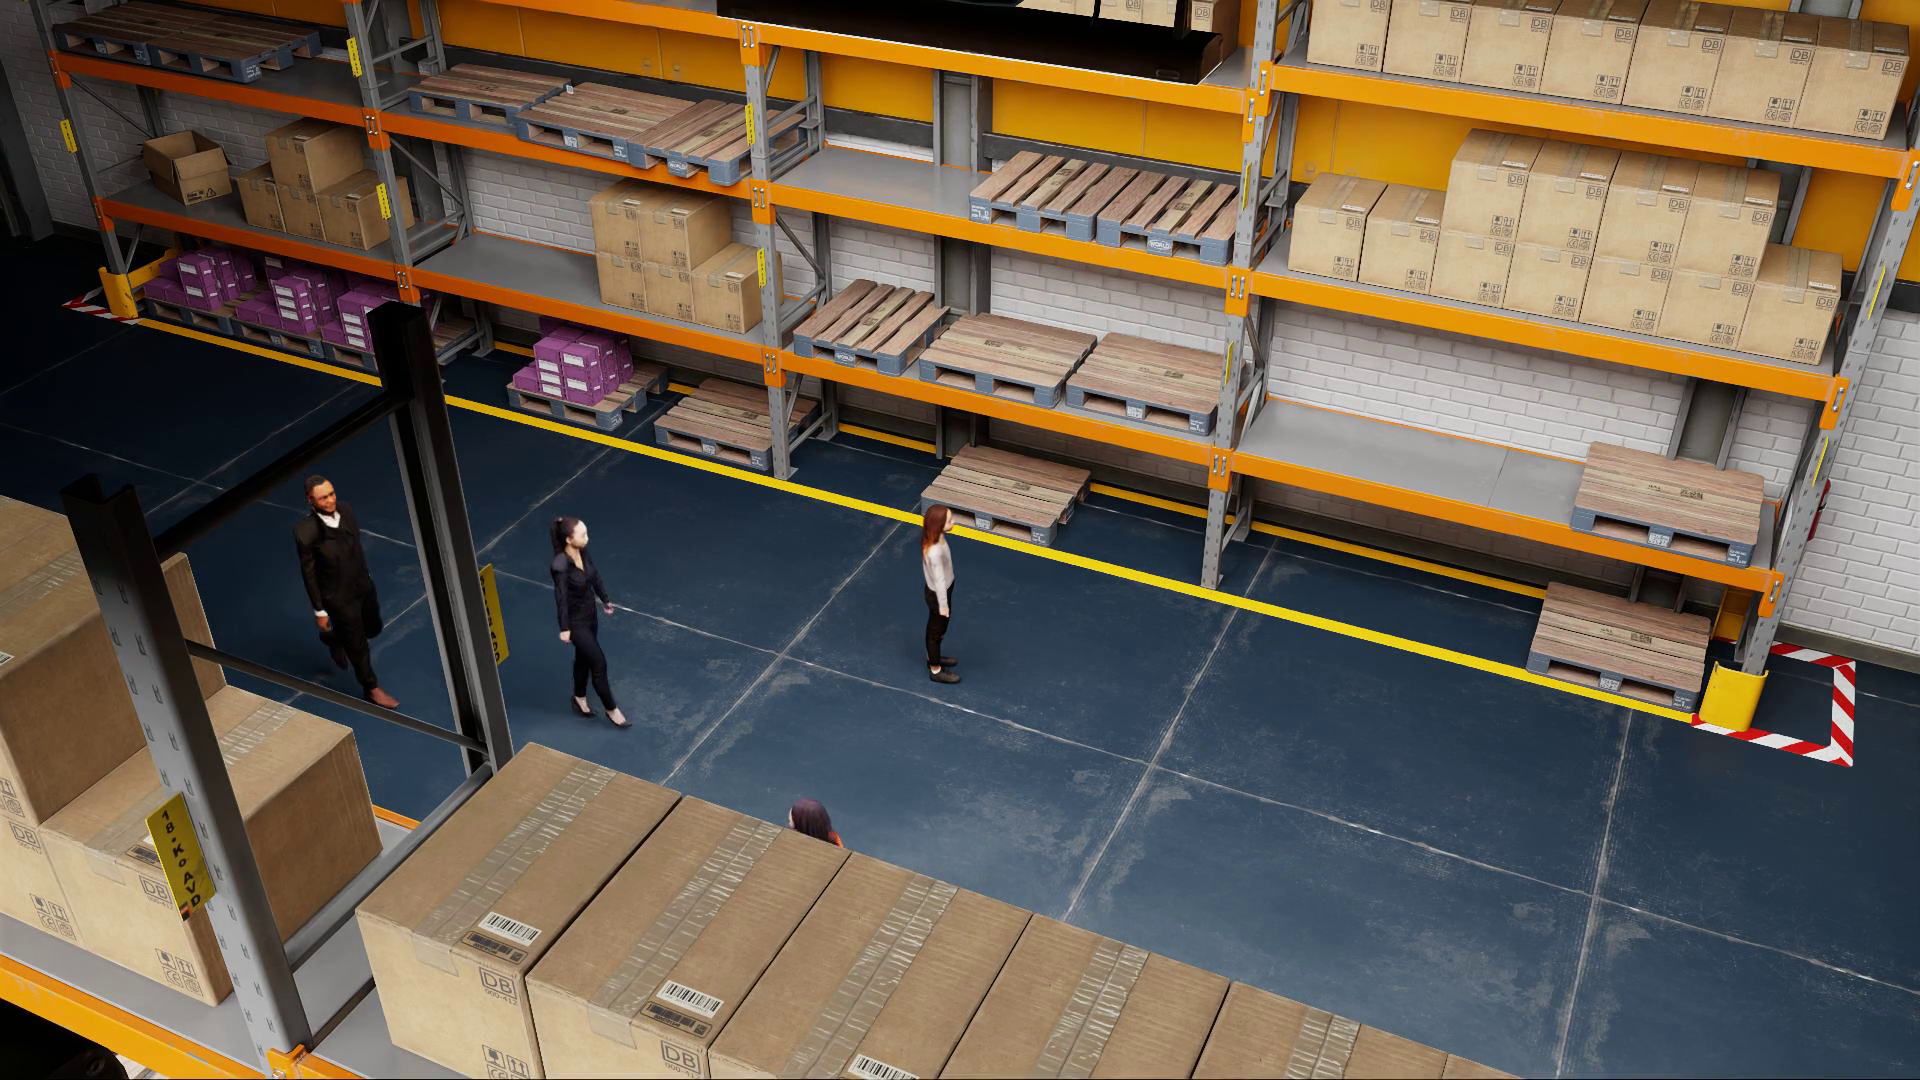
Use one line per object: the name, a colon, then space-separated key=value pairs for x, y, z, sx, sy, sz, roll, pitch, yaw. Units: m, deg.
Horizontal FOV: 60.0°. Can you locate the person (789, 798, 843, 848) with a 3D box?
person: x=-0.726 y=2.135 z=9.304 sx=0.605 sy=1.736 sz=0.637 roll=12 pitch=36 yaw=18

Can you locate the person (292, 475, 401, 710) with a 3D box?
person: x=-4.443 y=0.350 z=11.853 sx=1.066 sy=1.886 sz=0.754 roll=19 pitch=38 yaw=26

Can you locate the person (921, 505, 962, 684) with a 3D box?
person: x=-0.165 y=0.381 z=12.169 sx=0.635 sy=1.485 sz=0.615 roll=-3 pitch=34 yaw=-4

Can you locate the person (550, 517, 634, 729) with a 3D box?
person: x=-2.731 y=0.566 z=11.700 sx=0.805 sy=1.697 sz=0.698 roll=8 pitch=34 yaw=11
